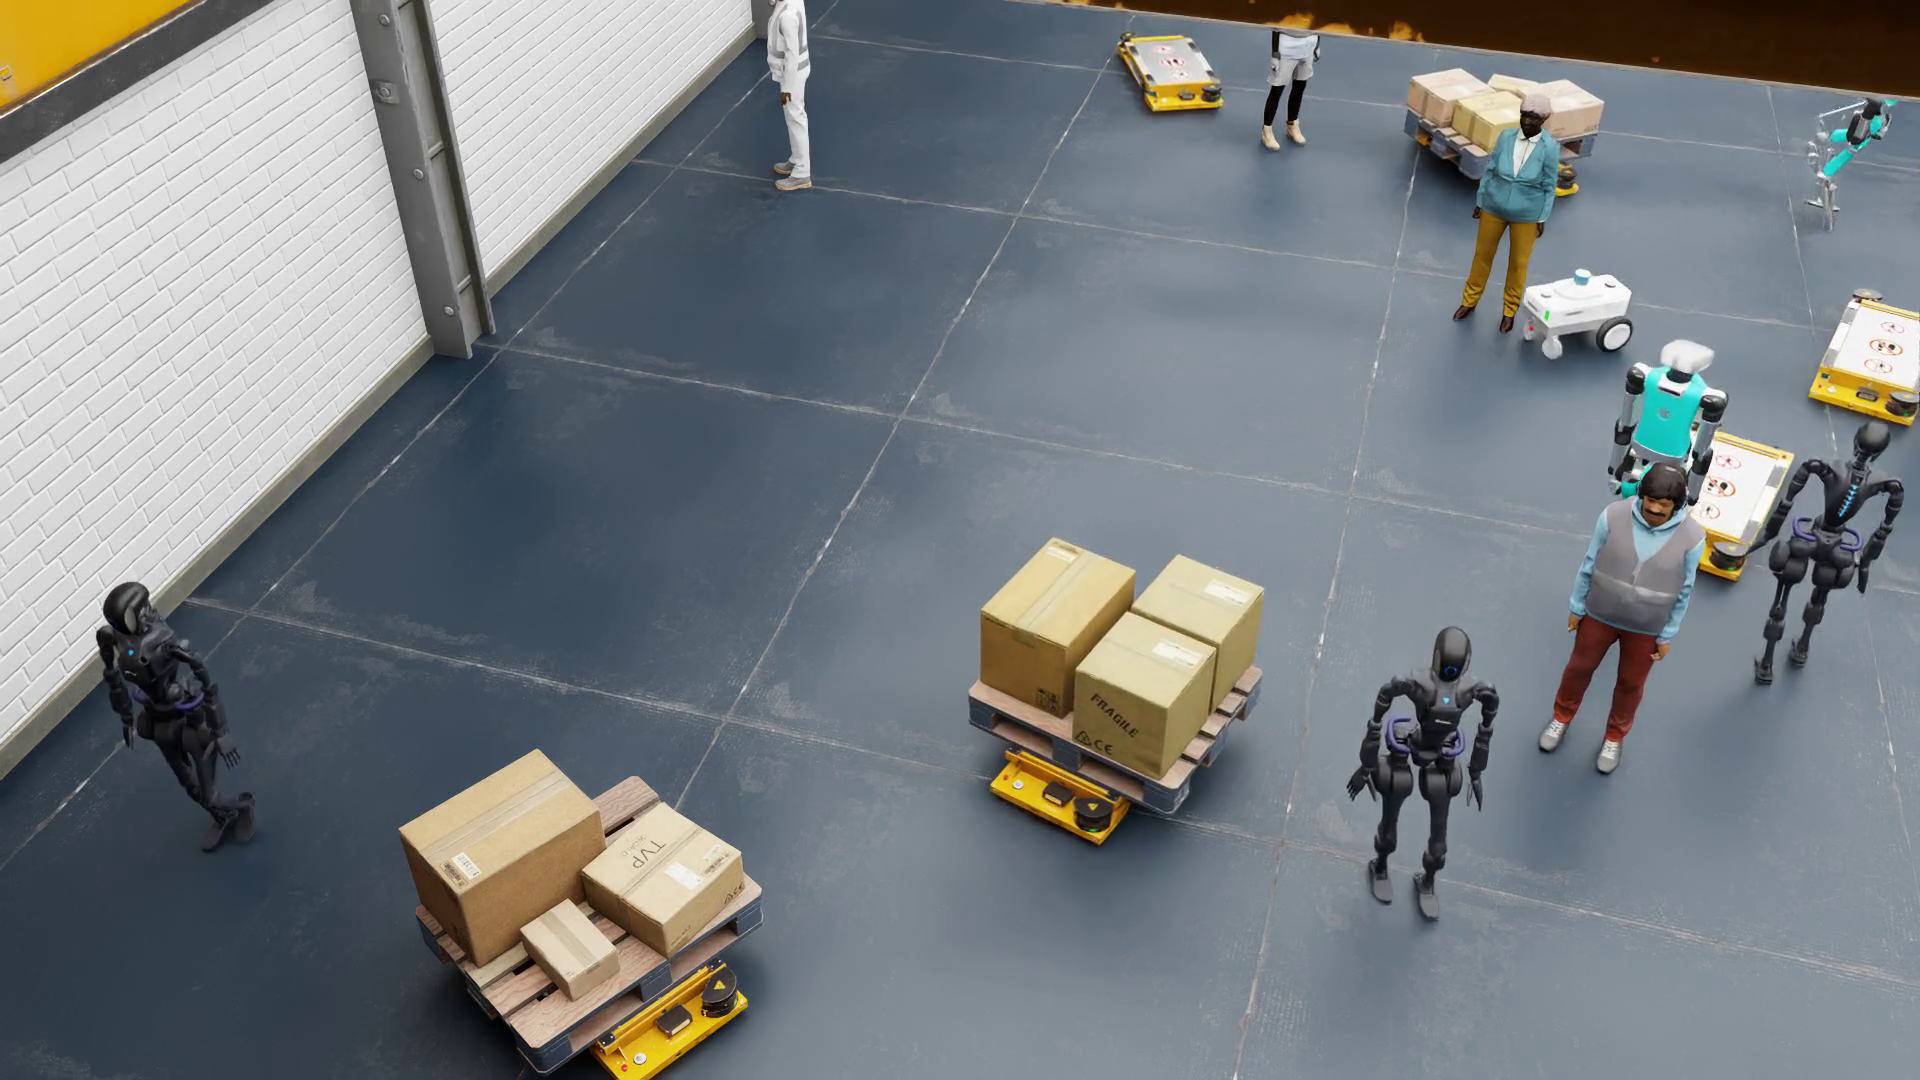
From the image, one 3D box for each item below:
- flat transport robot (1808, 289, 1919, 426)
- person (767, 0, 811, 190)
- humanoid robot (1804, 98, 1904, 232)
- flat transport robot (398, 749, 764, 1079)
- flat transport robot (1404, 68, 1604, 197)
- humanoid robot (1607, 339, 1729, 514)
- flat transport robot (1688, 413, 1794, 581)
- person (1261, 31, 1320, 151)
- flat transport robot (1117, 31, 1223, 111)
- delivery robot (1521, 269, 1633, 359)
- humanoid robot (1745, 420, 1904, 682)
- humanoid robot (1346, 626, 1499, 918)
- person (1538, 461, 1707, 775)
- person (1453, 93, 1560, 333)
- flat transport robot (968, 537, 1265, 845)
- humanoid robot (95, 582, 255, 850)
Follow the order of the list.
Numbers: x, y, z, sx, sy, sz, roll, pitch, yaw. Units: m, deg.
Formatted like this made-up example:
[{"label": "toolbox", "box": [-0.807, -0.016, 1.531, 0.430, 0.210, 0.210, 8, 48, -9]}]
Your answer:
[{"label": "flat transport robot", "box": [6.435, -1.291, 11.610, 0.659, 0.231, 1.431, 22, 44, 25]}, {"label": "person", "box": [-1.374, -3.751, 13.381, 0.340, 1.882, 0.582, -3, 39, -4]}, {"label": "humanoid robot", "box": [6.868, -3.227, 12.859, 0.560, 1.801, 0.813, -28, 46, -30]}, {"label": "flat transport robot", "box": [-1.679, 1.866, 7.684, 0.659, 0.231, 1.431, -31, 48, -32]}, {"label": "flat transport robot", "box": [4.511, -3.248, 14.045, 0.659, 0.231, 1.431, -14, 41, -17]}, {"label": "humanoid robot", "box": [3.970, -0.410, 9.353, 0.540, 1.798, 0.735, 29, 47, 31]}, {"label": "flat transport robot", "box": [4.703, -0.290, 10.365, 0.659, 0.231, 1.431, 23, 44, 25]}, {"label": "person", "box": [2.810, -4.114, 13.987, 0.528, 1.688, 0.321, -19, 43, -22]}, {"label": "flat transport robot", "box": [1.938, -4.362, 15.430, 0.659, 0.231, 1.431, -5, 39, -7]}, {"label": "delivery robot", "box": [4.395, -1.627, 11.814, 0.783, 0.612, 0.525, -10, 40, -12]}, {"label": "humanoid robot", "box": [4.551, 0.020, 8.864, 0.611, 1.646, 0.502, 14, 41, 17]}, {"label": "humanoid robot", "box": [2.100, 1.048, 7.572, 0.616, 1.649, 0.347, 2, 39, 3]}, {"label": "person", "box": [3.308, 0.360, 8.283, 0.527, 1.872, 0.419, 18, 42, 21]}, {"label": "person", "box": [3.865, -2.293, 11.671, 0.529, 1.754, 0.339, 22, 44, 25]}, {"label": "flat transport robot", "box": [0.818, 0.976, 8.790, 0.659, 0.231, 1.431, 23, 44, 26]}, {"label": "humanoid robot", "box": [-3.692, 0.843, 7.826, 0.610, 1.647, 0.353, 7, 39, 9]}]
